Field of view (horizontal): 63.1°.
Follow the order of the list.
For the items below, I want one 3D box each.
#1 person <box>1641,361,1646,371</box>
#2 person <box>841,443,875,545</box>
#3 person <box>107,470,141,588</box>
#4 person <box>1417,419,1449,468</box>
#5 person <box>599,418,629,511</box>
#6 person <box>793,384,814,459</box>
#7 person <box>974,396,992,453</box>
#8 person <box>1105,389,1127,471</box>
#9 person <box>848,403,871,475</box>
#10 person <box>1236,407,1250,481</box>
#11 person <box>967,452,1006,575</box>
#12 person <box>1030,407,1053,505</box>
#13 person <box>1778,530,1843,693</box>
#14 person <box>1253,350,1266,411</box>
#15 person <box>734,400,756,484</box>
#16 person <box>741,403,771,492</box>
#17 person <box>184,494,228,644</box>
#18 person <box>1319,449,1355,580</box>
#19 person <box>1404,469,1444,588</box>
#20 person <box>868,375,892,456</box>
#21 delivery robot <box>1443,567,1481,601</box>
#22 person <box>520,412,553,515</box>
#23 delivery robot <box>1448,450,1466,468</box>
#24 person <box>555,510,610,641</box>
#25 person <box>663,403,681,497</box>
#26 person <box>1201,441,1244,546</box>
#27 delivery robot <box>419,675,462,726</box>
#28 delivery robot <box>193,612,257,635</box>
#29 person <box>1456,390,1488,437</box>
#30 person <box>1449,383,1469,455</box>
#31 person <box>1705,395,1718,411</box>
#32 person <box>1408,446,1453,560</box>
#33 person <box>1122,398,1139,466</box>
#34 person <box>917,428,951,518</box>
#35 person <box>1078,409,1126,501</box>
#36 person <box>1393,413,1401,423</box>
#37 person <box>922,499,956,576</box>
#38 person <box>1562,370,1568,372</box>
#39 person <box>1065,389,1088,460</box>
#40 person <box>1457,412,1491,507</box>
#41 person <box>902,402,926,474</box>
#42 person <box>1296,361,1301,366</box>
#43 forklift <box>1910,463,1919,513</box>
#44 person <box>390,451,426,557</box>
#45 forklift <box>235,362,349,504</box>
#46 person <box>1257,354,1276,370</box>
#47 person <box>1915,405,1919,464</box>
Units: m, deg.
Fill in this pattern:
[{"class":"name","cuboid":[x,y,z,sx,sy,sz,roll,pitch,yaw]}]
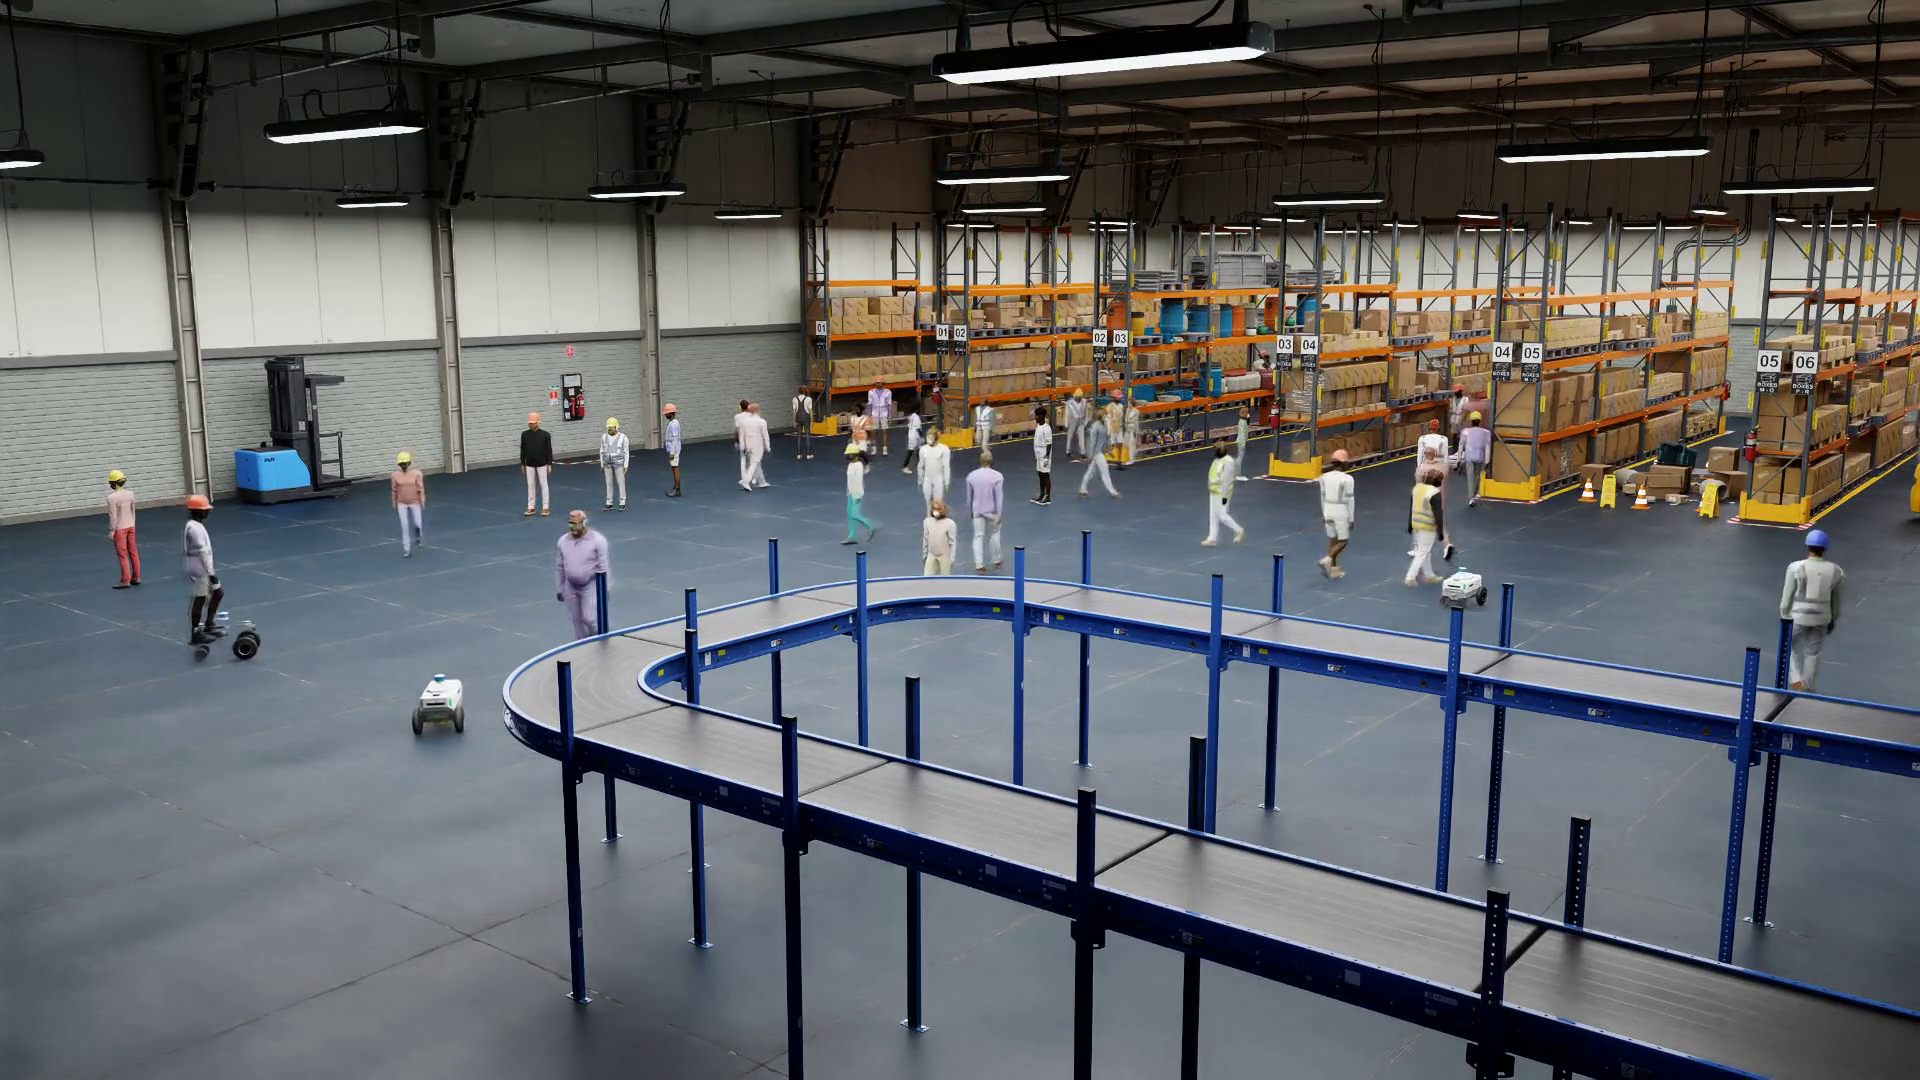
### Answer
[{"class":"person","cuboid":[20.614,-4.429,47.020,0.601,1.907,0.541,-7,12,-34]},{"class":"person","cuboid":[-1.788,-0.795,26.976,0.492,1.752,0.546,-5,11,-26]},{"class":"person","cuboid":[-12.564,-0.168,23.442,0.311,1.768,0.532,2,10,9]},{"class":"person","cuboid":[9.010,-1.360,29.821,0.572,1.883,0.356,4,11,24]},{"class":"person","cuboid":[-6.789,-1.488,30.680,0.599,1.832,0.404,2,10,10]},{"class":"person","cuboid":[-3.886,-2.932,38.770,0.504,1.847,0.344,2,10,9]},{"class":"person","cuboid":[0.584,-2.708,38.105,0.538,1.624,0.416,8,13,37]},{"class":"person","cuboid":[3.590,-2.605,36.759,0.550,1.918,0.747,-9,14,-43]},{"class":"person","cuboid":[-2.291,-2.284,35.575,0.540,1.685,0.365,7,12,33]},{"class":"person","cuboid":[6.331,-2.158,35.016,0.286,1.631,0.501,1,10,6]},{"class":"person","cuboid":[0.437,-0.442,24.611,0.644,1.892,0.970,4,11,22]},{"class":"person","cuboid":[1.661,-1.701,31.509,0.374,1.963,0.607,-3,10,-16]},{"class":"person","cuboid":[9.350,0.850,17.228,0.649,1.935,0.433,1,10,4]},{"class":"person","cuboid":[9.870,-5.218,51.249,0.611,1.985,0.393,9,13,41]},{"class":"person","cuboid":[-4.709,-2.154,34.349,0.517,1.864,0.334,-4,11,-22]},{"class":"person","cuboid":[-4.384,-1.989,33.435,0.646,1.868,0.988,7,12,34]},{"class":"person","cuboid":[-9.636,0.367,20.008,0.589,1.917,0.553,-4,11,-23]},{"class":"person","cuboid":[5.703,-0.370,23.887,0.654,2.020,0.614,-8,13,-39]},{"class":"person","cuboid":[6.977,-0.185,23.480,0.782,1.793,0.691,-3,10,-16]},{"class":"person","cuboid":[-2.018,-3.134,39.352,0.616,2.041,0.378,1,10,5]},{"class":"delivery robot","cuboid":[7.127,0.632,22.202,0.477,0.478,0.707,7,12,36]},{"class":"person","cuboid":[-8.158,-1.463,30.093,0.623,1.989,0.400,1,10,6]},{"class":"delivery robot","cuboid":[11.639,-1.876,36.315,0.477,0.478,0.707,9,14,43]},{"class":"person","cuboid":[-4.577,0.577,18.879,0.679,1.891,0.430,3,10,14]},{"class":"person","cuboid":[-5.989,-1.876,32.569,0.353,1.939,0.544,-2,10,-13]},{"class":"person","cuboid":[4.496,-0.793,26.778,0.630,1.829,0.641,-2,10,-14]},{"class":"delivery robot","cuboid":[-5.452,1.657,16.430,0.477,0.478,0.707,-2,10,-10]},{"class":"delivery robot","cuboid":[-9.084,1.011,19.326,0.698,0.223,0.335,-4,11,-18]},{"class":"person","cuboid":[12.035,-2.601,36.890,0.668,1.847,1.017,-3,11,-18]},{"class":"person","cuboid":[12.351,-2.926,38.594,0.638,1.906,0.546,-9,14,-42]},{"class":"person","cuboid":[22.551,-4.415,47.099,0.551,1.851,0.448,-4,11,-21]},{"class":"person","cuboid":[7.711,-0.605,25.591,0.653,1.881,0.836,-4,11,-20]},{"class":"person","cuboid":[4.102,-2.603,37.519,0.359,1.624,0.533,-5,11,-24]},{"class":"person","cuboid":[-0.482,-1.030,27.833,0.658,1.928,0.425,6,12,31]},{"class":"person","cuboid":[2.890,-1.752,32.084,1.071,1.876,0.632,4,11,21]},{"class":"person","cuboid":[12.150,-3.605,43.240,0.523,1.603,0.750,9,14,42]},{"class":"person","cuboid":[-0.321,0.250,21.478,0.523,1.613,0.557,4,11,23]},{"class":"person","cuboid":[16.773,-3.792,43.500,0.574,1.887,0.355,3,11,16]},{"class":"person","cuboid":[2.888,-2.863,38.714,0.606,1.727,1.058,-2,10,-12]},{"class":"person","cuboid":[10.317,-1.636,31.406,0.598,1.879,1.013,2,10,12]},{"class":"person","cuboid":[-0.932,-2.341,35.956,0.890,1.651,0.544,-1,10,-4]},{"class":"person","cuboid":[10.535,-4.686,48.836,0.588,1.791,0.928,8,13,38]},{"class":"forklift","cuboid":[19.034,-1.348,28.998,2.313,2.155,1.214,8,13,37]},{"class":"person","cuboid":[-9.154,-0.615,25.982,0.546,1.750,0.485,-2,10,-12]},{"class":"forklift","cuboid":[-13.803,-2.244,32.110,1.129,2.768,1.873,8,13,37]},{"class":"person","cuboid":[9.973,-5.105,50.919,0.598,1.886,0.894,2,10,10]},{"class":"person","cuboid":[22.523,-2.535,36.331,0.614,1.921,0.797,8,13,37]}]
